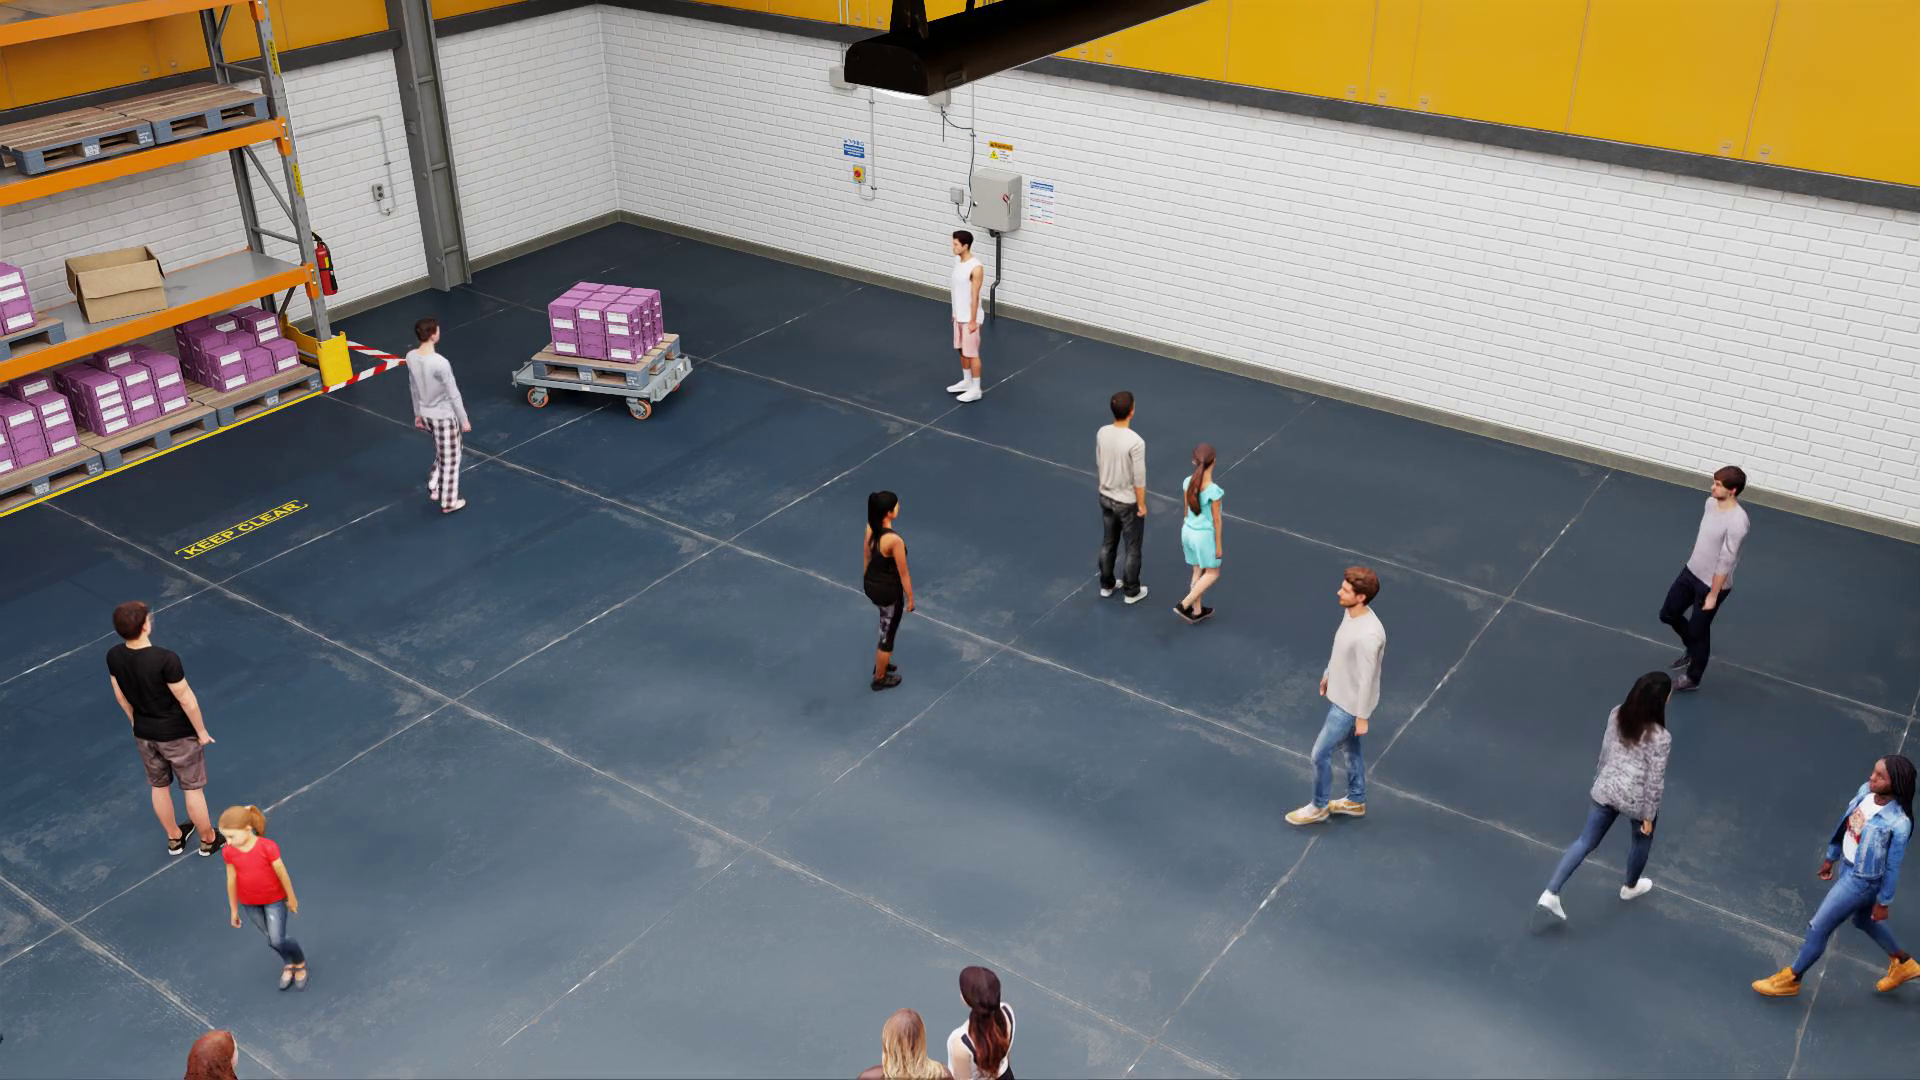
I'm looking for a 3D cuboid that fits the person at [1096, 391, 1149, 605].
[{"bbox_3d":[1.247,-0.323,13.318,0.734,1.805,0.655,25,38,38],"label":"person"}]

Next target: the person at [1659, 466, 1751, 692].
[{"bbox_3d":[5.547,0.293,12.160,0.863,1.832,0.797,-3,29,-5],"label":"person"}]

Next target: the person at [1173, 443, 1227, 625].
[{"bbox_3d":[1.843,0.000,13.000,0.779,1.540,0.671,-20,34,-32],"label":"person"}]

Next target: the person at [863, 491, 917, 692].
[{"bbox_3d":[-0.611,0.387,12.171,0.671,1.656,0.681,-20,34,-32],"label":"person"}]

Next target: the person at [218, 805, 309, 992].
[{"bbox_3d":[-3.980,2.017,9.564,0.579,1.290,0.630,0,29,0],"label":"person"}]

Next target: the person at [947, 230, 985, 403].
[{"bbox_3d":[0.094,-2.301,16.968,0.743,1.780,0.737,-13,31,-23],"label":"person"}]

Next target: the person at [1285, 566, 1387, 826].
[{"bbox_3d":[2.614,1.031,10.753,0.953,1.883,0.900,1,29,1],"label":"person"}]

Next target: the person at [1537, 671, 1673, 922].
[{"bbox_3d":[3.902,1.571,9.963,1.248,1.692,0.944,-17,33,-28],"label":"person"}]

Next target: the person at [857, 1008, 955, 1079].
[{"bbox_3d":[-0.245,2.832,7.639,0.662,1.704,0.711,-4,29,-7],"label":"person"}]

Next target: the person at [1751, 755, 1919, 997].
[{"bbox_3d":[5.140,1.933,9.323,1.091,1.670,1.186,2,29,3],"label":"person"}]

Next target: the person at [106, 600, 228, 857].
[{"bbox_3d":[-5.026,1.190,10.482,0.758,1.863,0.748,4,29,8],"label":"person"}]

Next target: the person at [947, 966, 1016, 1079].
[{"bbox_3d":[0.116,2.695,7.950,0.621,1.647,0.492,22,36,35],"label":"person"}]

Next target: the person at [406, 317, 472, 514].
[{"bbox_3d":[-4.637,-1.028,14.627,0.613,1.788,0.664,17,33,28],"label":"person"}]
